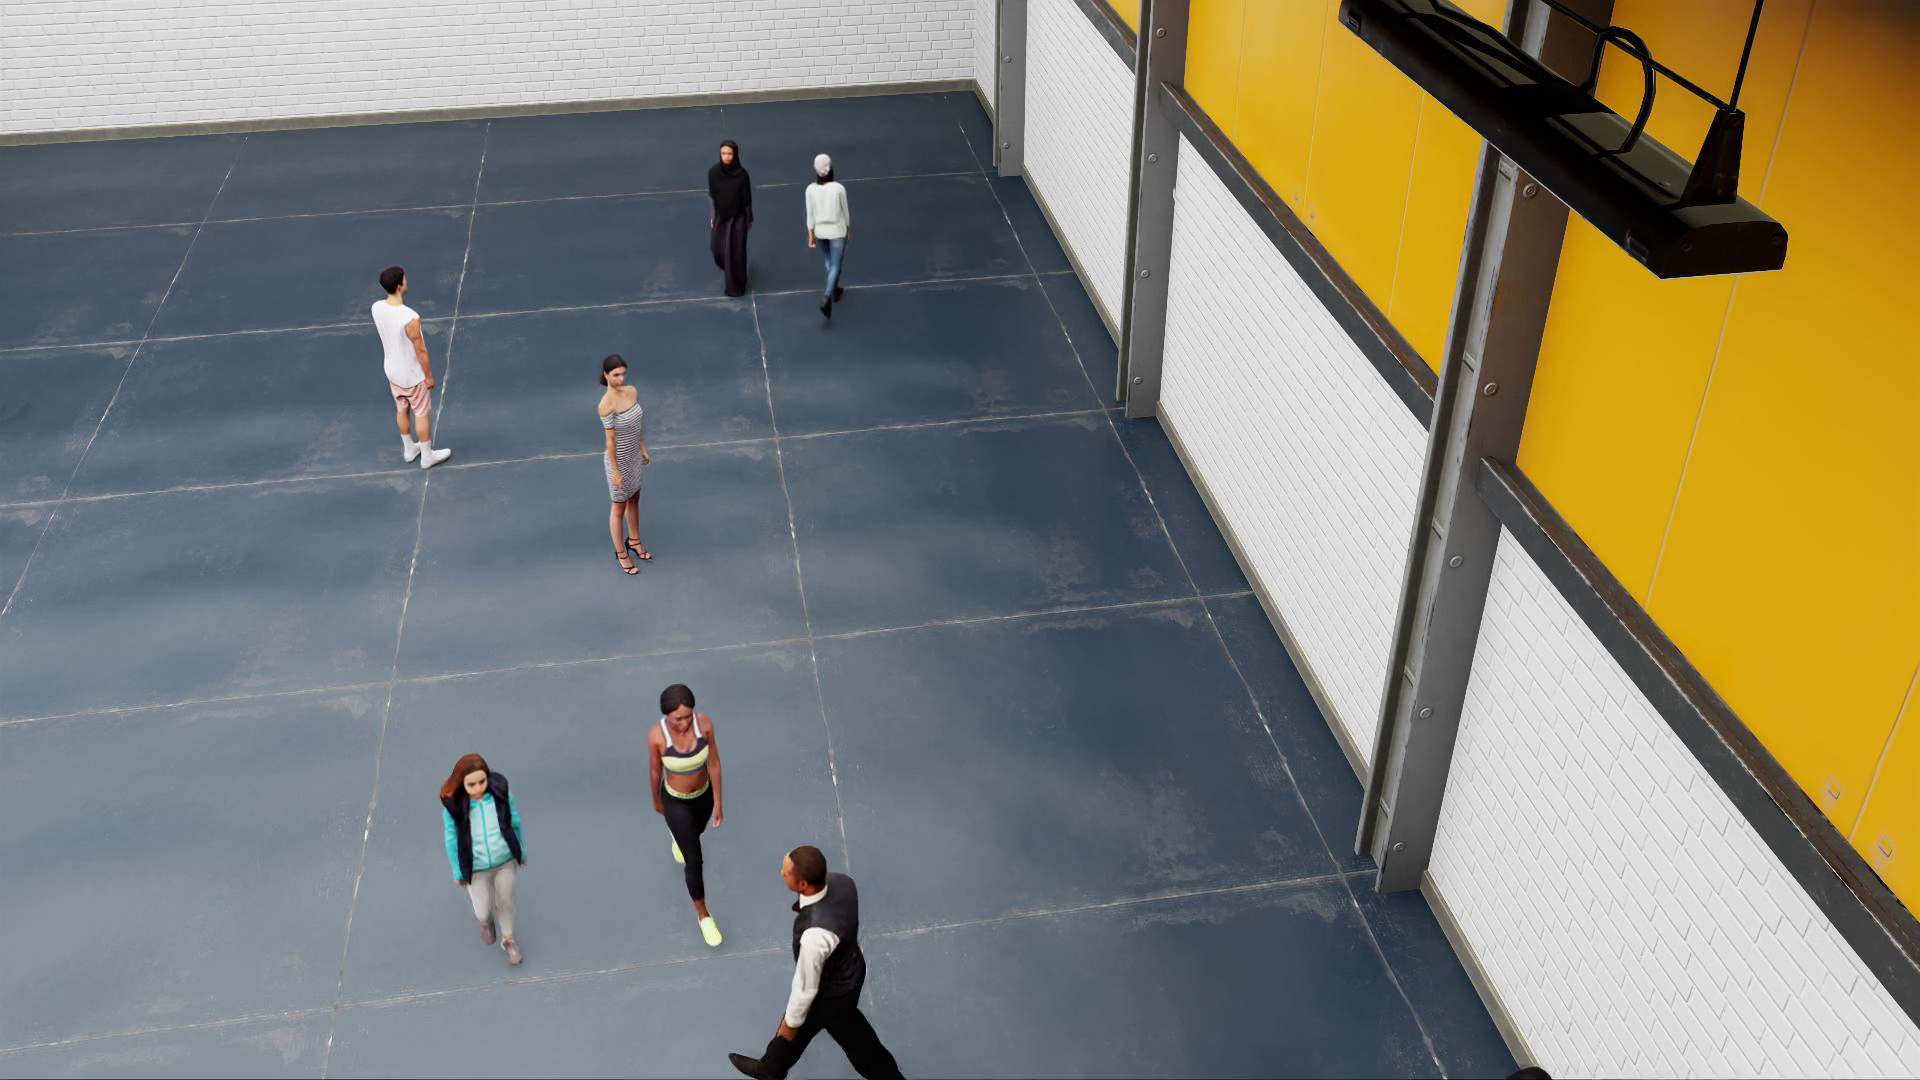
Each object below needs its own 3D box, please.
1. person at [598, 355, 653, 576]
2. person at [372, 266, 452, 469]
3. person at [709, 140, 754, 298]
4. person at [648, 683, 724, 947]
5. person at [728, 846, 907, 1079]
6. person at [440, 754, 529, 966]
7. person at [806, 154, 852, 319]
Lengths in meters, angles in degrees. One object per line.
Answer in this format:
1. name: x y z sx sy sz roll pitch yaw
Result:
1. person: -2.567 -0.587 12.668 0.732 1.822 0.636 14 36 20
2. person: -4.671 -1.444 13.992 0.718 1.784 0.760 17 37 24
3. person: -2.319 -3.322 16.980 0.790 1.602 0.948 7 34 10
4. person: -1.602 1.454 9.699 0.784 1.709 1.228 -16 37 -22
5. person: -0.541 2.280 8.321 1.045 1.859 1.308 5 34 8
6. person: -2.698 1.762 9.426 0.683 1.498 0.732 -19 38 -26
7. person: -1.297 -3.002 16.482 0.825 1.621 1.126 6 34 10
